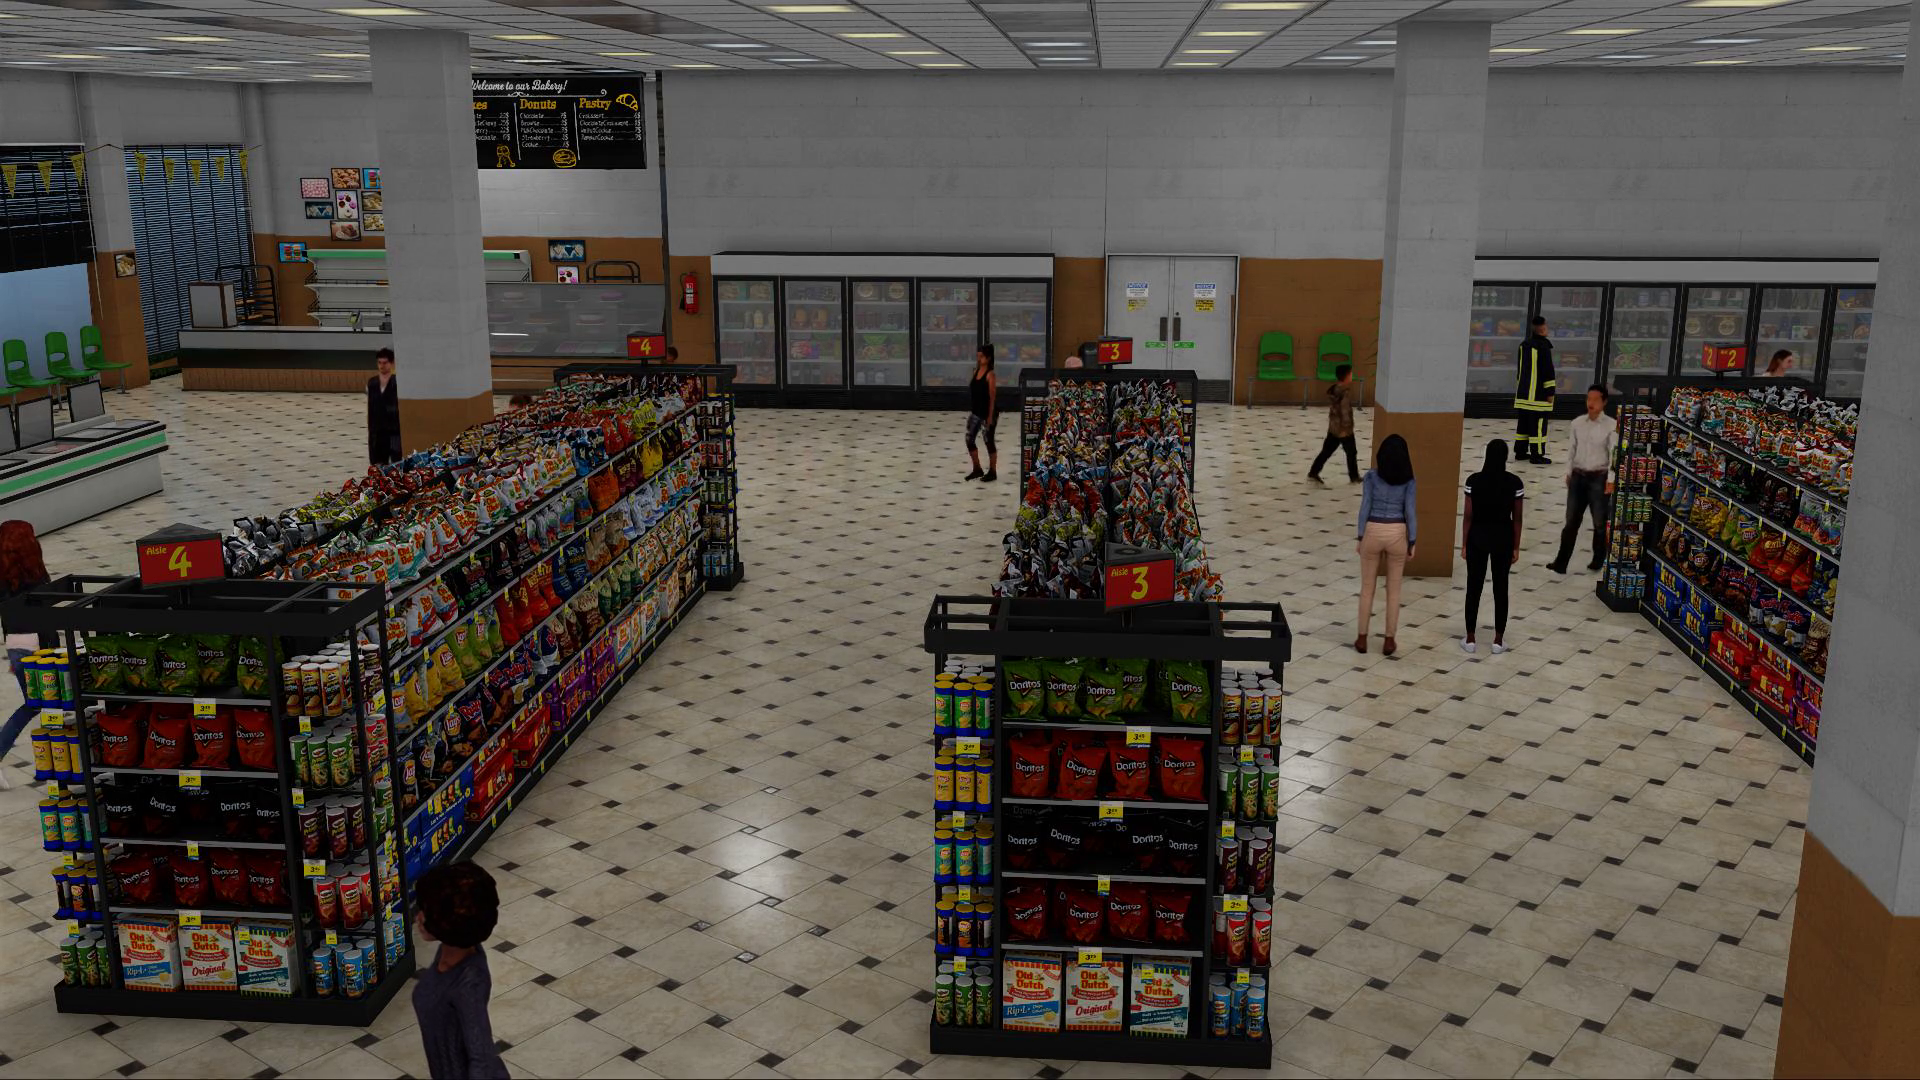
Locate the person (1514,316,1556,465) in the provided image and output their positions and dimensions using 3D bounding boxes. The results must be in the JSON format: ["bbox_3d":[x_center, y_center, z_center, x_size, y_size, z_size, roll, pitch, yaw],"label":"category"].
[{"bbox_3d":[7.248,-1.907,20.960,0.920,1.861,0.799,-5,15,-20],"label":"person"}]

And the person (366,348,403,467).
[{"bbox_3d":[-6.092,-1.147,17.867,0.685,1.840,0.795,1,14,5],"label":"person"}]

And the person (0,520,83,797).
[{"bbox_3d":[-5.718,0.765,10.128,0.749,1.773,0.971,6,15,23],"label":"person"}]

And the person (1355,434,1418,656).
[{"bbox_3d":[3.358,0.034,13.144,0.640,1.772,0.602,3,14,13],"label":"person"}]

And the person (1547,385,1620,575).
[{"bbox_3d":[5.957,-0.549,15.553,1.131,1.770,1.231,13,19,43],"label":"person"}]

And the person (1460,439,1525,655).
[{"bbox_3d":[4.208,0.045,13.192,0.650,1.729,0.631,4,14,15],"label":"person"}]

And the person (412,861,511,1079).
[{"bbox_3d":[-1.650,1.890,5.623,0.714,1.710,0.604,-6,15,-24],"label":"person"}]

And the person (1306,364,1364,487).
[{"bbox_3d":[4.366,-1.306,19.402,0.902,1.428,1.021,-5,14,-19],"label":"person"}]

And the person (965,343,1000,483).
[{"bbox_3d":[0.349,-1.508,19.756,0.816,1.653,0.755,-11,17,-38],"label":"person"}]
